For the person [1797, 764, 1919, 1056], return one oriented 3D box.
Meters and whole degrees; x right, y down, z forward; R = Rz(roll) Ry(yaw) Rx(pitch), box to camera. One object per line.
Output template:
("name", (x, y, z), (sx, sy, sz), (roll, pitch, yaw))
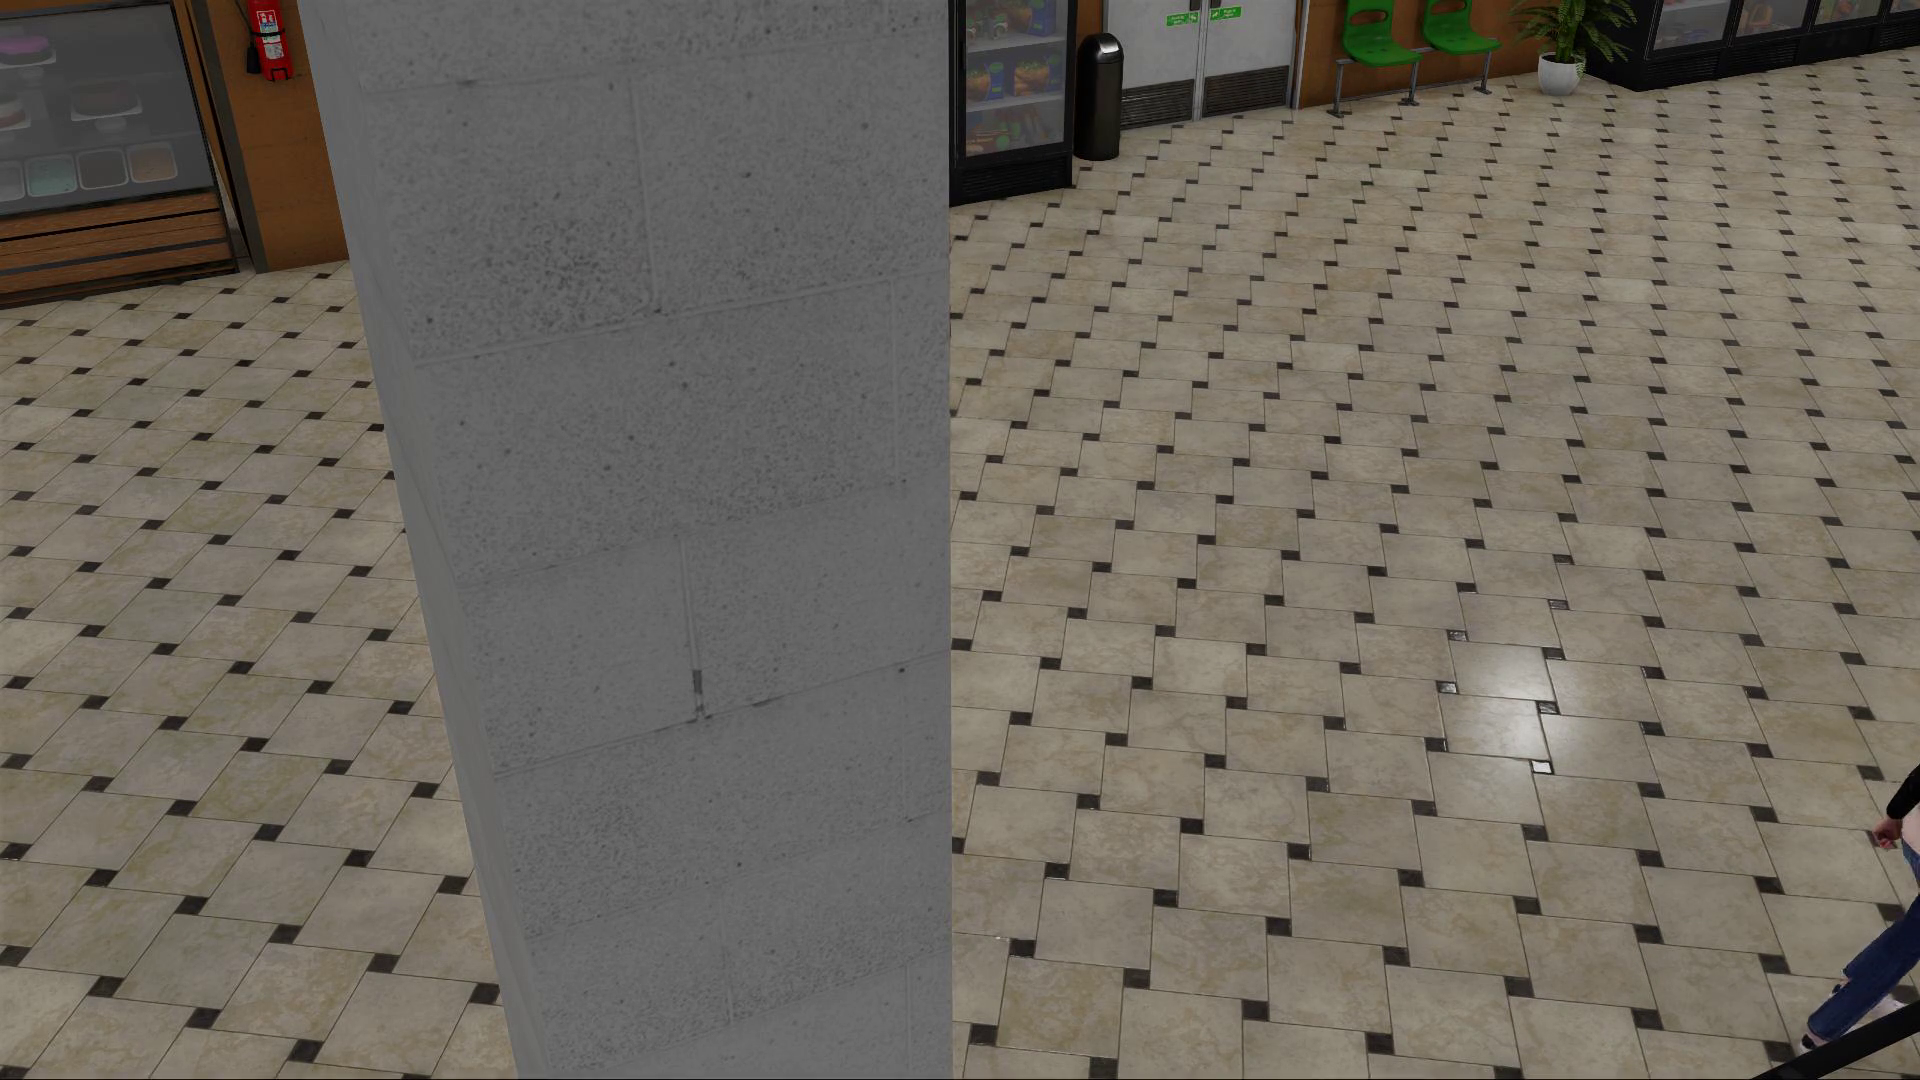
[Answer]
("person", (3.096, 1.080, 5.326), (0.842, 1.747, 0.733), (-12, 34, -18))
